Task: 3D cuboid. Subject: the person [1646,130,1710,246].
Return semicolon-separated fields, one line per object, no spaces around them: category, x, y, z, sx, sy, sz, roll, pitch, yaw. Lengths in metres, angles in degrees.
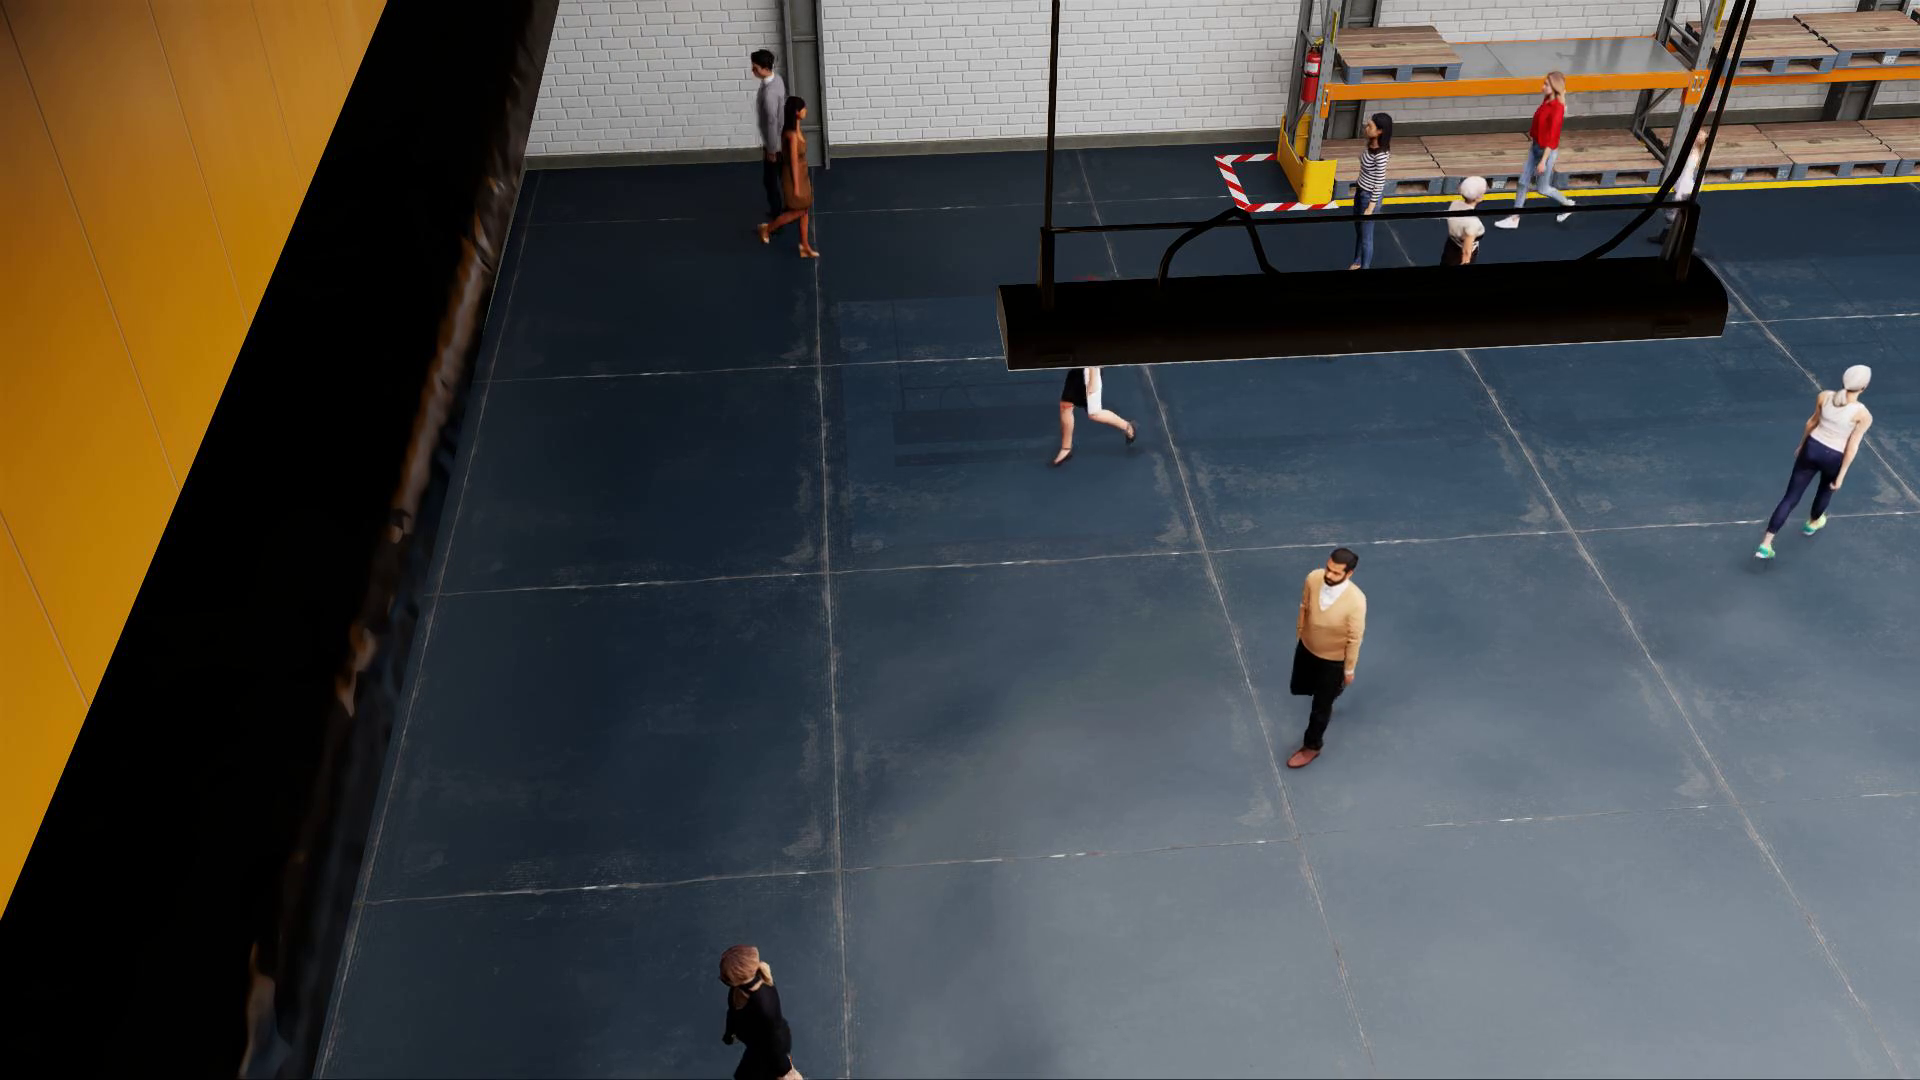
person;7.298;-3.499;16.683;0.776;1.272;0.679;17;42;20

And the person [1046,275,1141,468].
person;1.113;-1.353;13.597;1.104;1.769;0.740;-10;40;-13

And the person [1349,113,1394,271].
person;3.914;-3.249;15.950;0.472;1.797;0.578;-2;39;-3

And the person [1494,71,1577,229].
person;5.979;-3.912;16.870;1.012;1.684;0.617;-2;39;-2

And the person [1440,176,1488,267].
person;4.408;-2.477;15.034;0.991;1.733;0.701;-7;39;-9

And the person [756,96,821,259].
person;-1.701;-3.541;16.423;0.894;1.663;0.676;3;39;4

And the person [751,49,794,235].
person;-1.881;-4.078;16.898;0.678;1.909;0.804;4;39;5

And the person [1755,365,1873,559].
person;6.511;-0.557;12.690;1.263;1.658;1.068;-27;46;-30

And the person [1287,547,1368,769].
person;2.471;0.721;11.027;1.052;1.736;0.953;-29;47;-31

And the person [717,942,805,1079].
person;-0.939;2.640;8.626;1.085;1.734;0.783;-13;40;-16
